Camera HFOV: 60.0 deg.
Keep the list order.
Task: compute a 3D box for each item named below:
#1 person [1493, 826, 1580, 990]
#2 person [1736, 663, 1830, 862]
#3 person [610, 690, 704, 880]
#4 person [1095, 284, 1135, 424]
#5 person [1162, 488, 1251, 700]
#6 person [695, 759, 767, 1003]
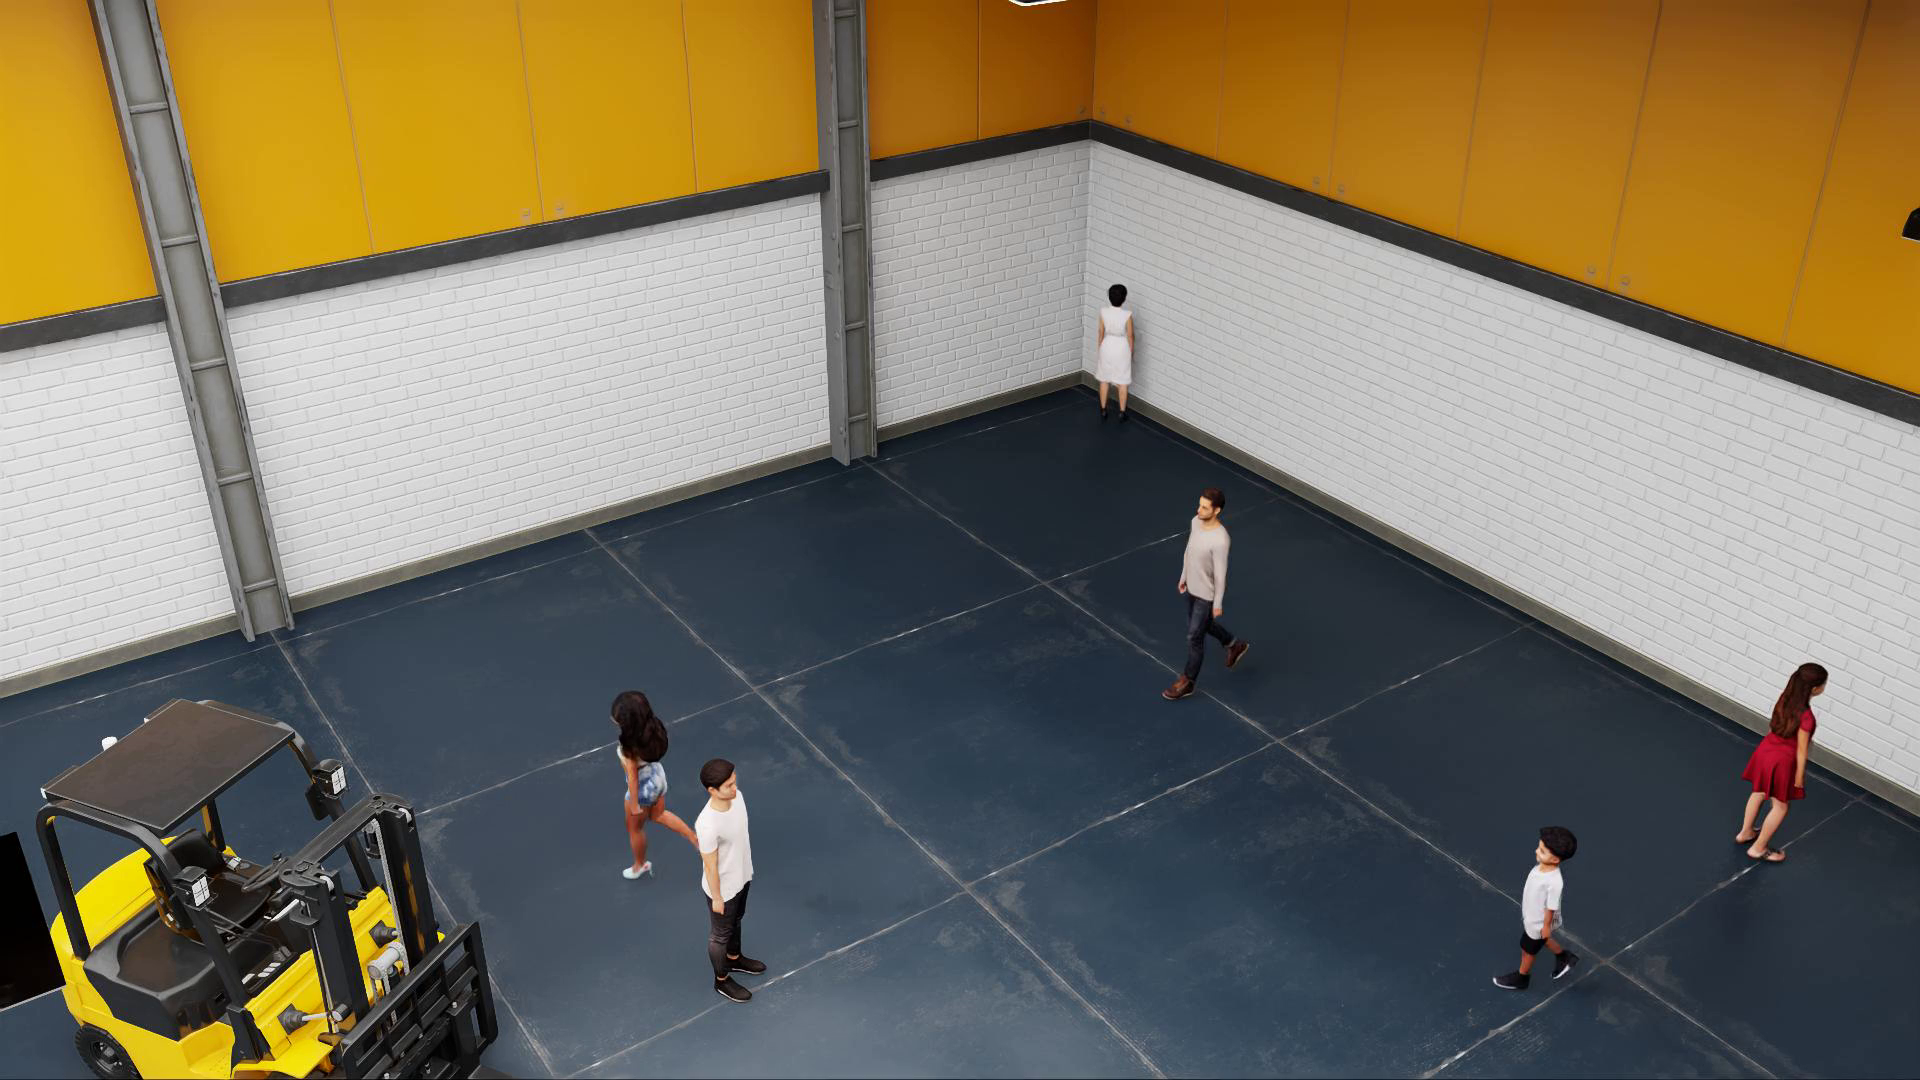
[{"bbox_3d":[3.677,2.306,10.336,0.812,1.246,0.720,1,29,3],"label":"person"},{"bbox_3d":[5.661,1.511,11.477,0.710,1.549,0.652,-5,29,-8],"label":"person"},{"bbox_3d":[-2.036,1.673,11.135,1.001,1.592,0.906,3,29,5],"label":"person"},{"bbox_3d":[1.678,-2.015,17.935,0.642,1.555,0.675,10,30,18],"label":"person"},{"bbox_3d":[2.002,0.394,13.210,1.127,1.849,0.833,-11,30,-19],"label":"person"},{"bbox_3d":[-1.446,2.064,10.282,0.762,1.722,0.679,8,30,14],"label":"person"}]
